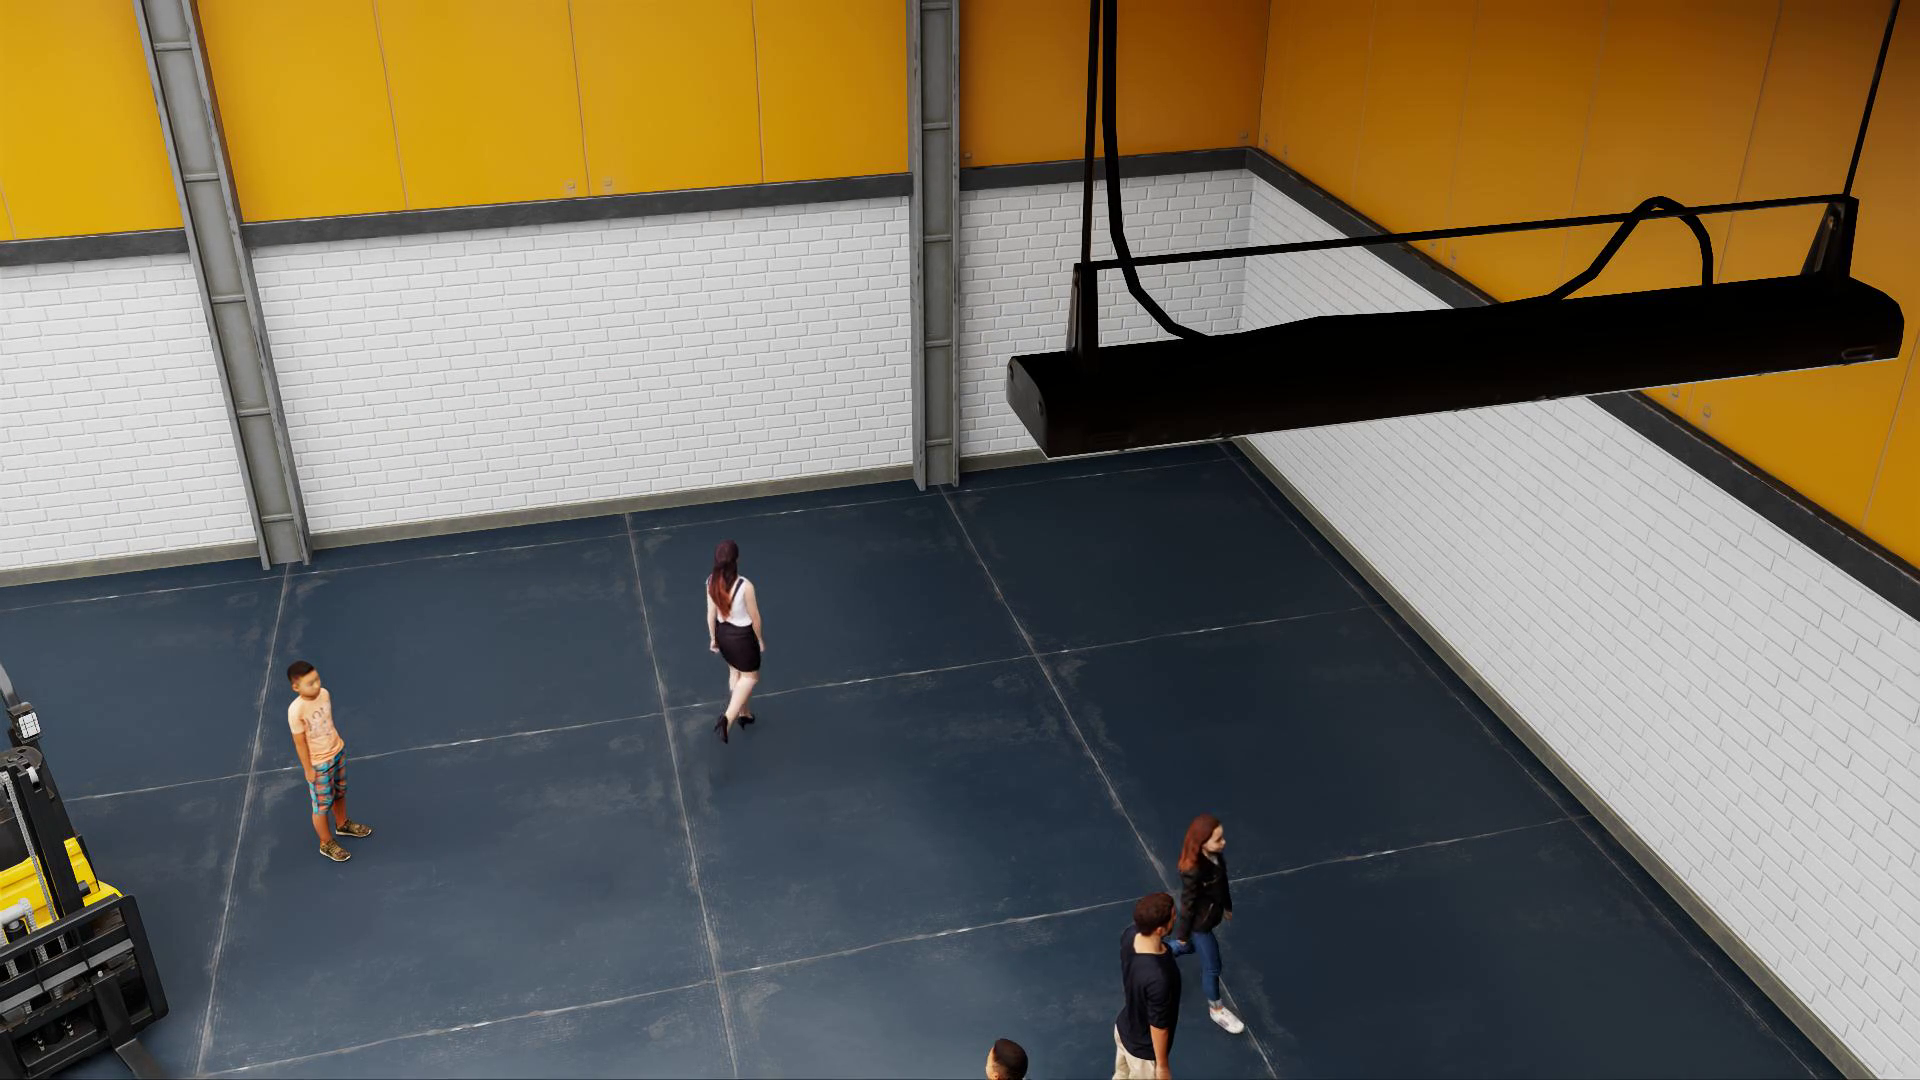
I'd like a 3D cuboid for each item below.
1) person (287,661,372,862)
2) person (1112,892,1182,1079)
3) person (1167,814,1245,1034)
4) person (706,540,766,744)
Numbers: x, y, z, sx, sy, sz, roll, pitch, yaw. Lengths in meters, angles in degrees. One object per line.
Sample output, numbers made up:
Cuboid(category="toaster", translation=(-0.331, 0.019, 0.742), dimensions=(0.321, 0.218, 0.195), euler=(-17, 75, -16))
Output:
Cuboid(category="person", translation=(-4.252, 1.438, 11.072), dimensions=(0.623, 1.461, 0.601), euler=(7, 29, 13))
Cuboid(category="person", translation=(0.940, 2.571, 8.589), dimensions=(0.540, 1.851, 0.630), euler=(-7, 29, -12))
Cuboid(category="person", translation=(1.348, 2.174, 9.729), dimensions=(1.012, 1.456, 0.929), euler=(14, 31, 23))
Cuboid(category="person", translation=(-1.657, 0.789, 12.086), dimensions=(0.900, 1.631, 0.908), euler=(10, 30, 18))
